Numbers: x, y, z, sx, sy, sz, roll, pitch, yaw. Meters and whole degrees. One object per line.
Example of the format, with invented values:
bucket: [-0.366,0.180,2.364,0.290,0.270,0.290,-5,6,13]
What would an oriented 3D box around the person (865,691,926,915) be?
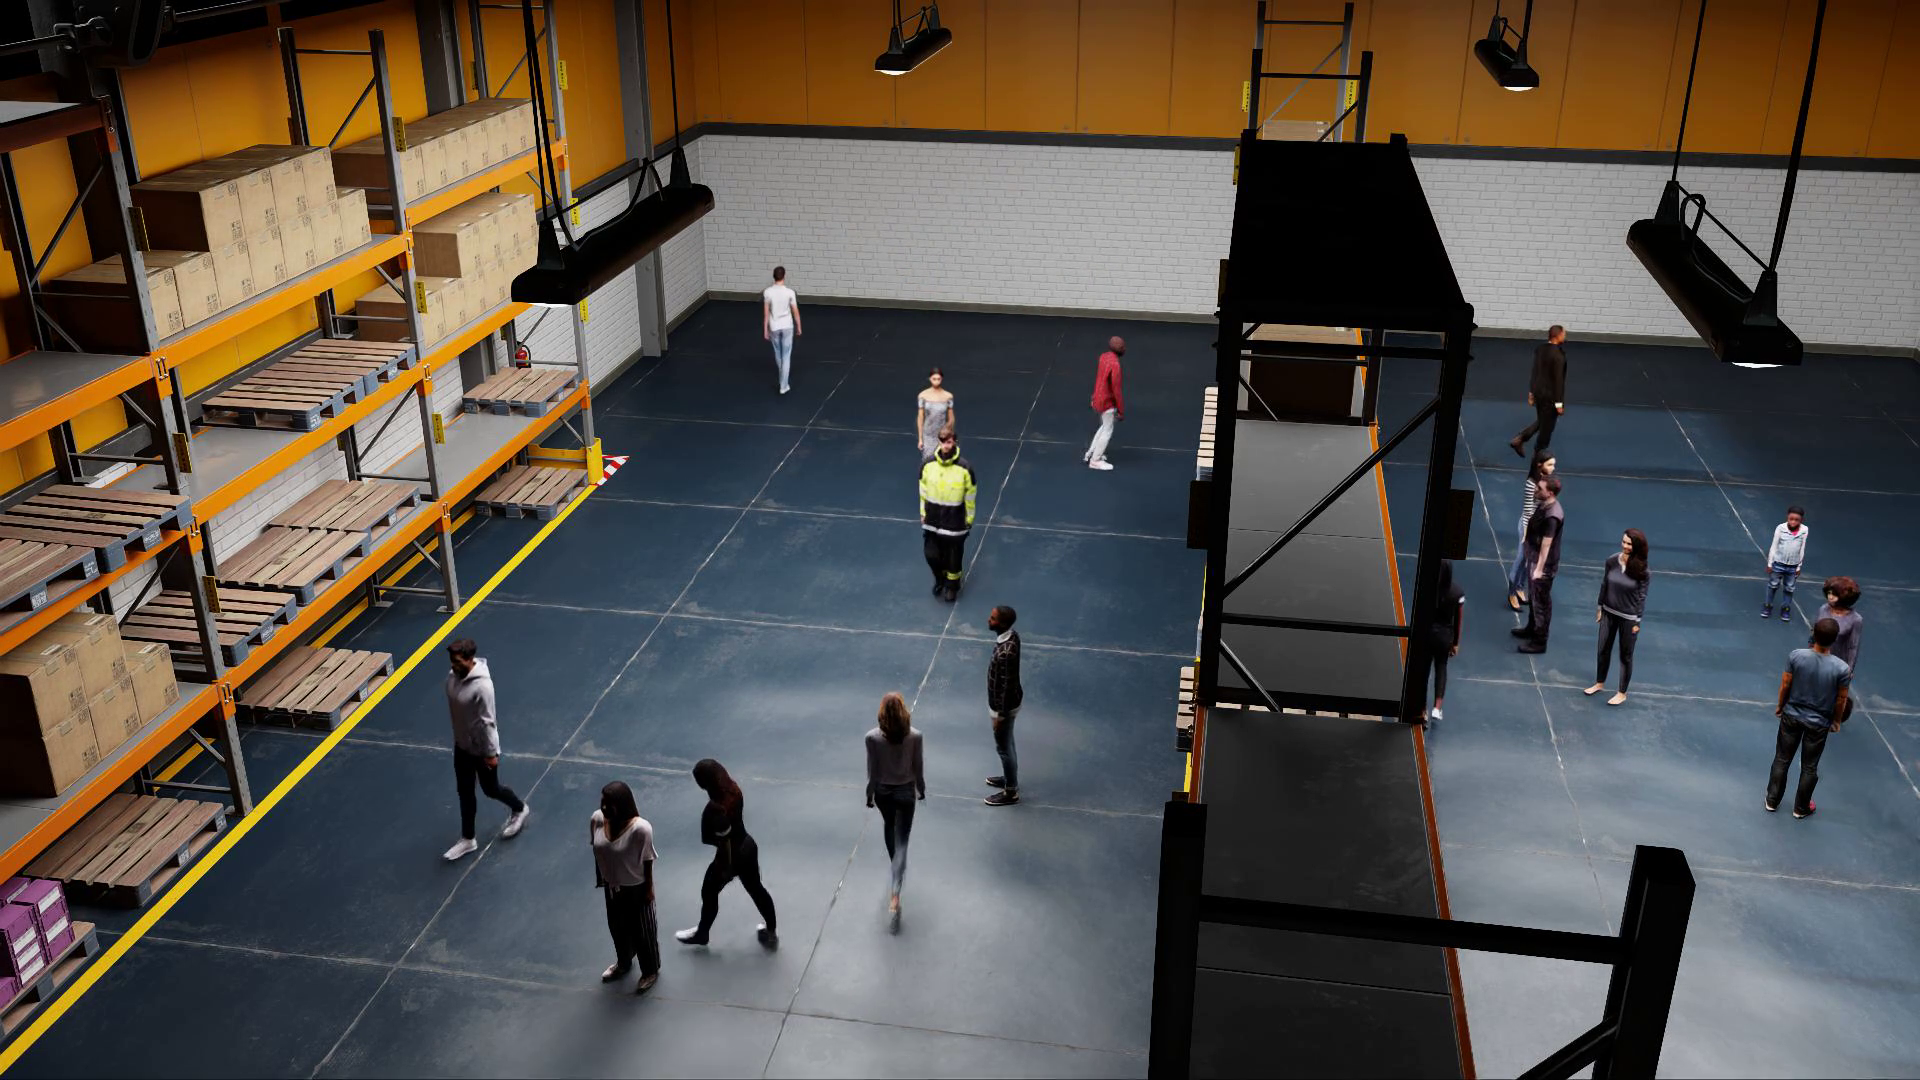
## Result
person: [-0.493,2.033,12.735,0.714,1.751,1.217,1,24,3]

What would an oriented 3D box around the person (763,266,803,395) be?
person: [-2.612,-3.017,24.229,0.657,1.798,1.118,3,24,8]

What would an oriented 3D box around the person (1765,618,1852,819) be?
person: [7.094,1.480,13.925,0.731,1.809,0.700,16,28,32]

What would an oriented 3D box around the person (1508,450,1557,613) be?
person: [6.048,-0.112,17.588,0.736,1.794,0.627,20,30,38]

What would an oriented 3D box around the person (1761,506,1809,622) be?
person: [8.701,0.219,17.501,0.520,1.258,0.536,10,25,21]

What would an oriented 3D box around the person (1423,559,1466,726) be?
person: [4.341,0.955,15.237,0.609,1.721,0.664,3,24,8]

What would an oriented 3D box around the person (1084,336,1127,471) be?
person: [1.836,-1.765,21.377,0.890,1.788,0.733,-11,26,-23]

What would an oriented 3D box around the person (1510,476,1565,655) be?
person: [5.868,0.225,16.755,0.754,1.844,0.519,3,24,7]

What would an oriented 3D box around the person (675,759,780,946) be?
person: [-1.620,2.346,12.233,0.729,1.580,0.908,7,25,16]

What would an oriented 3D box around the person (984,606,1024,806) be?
person: [0.391,1.384,14.132,0.748,1.821,0.508,2,24,4]

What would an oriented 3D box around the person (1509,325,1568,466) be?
person: [7.489,-1.840,21.421,0.914,1.890,0.912,-4,24,-9]

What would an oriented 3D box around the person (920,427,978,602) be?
person: [-0.118,-0.312,17.827,0.768,1.970,0.663,5,24,11]

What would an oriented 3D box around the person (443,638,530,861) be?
person: [-3.846,1.625,13.474,0.974,1.906,1.170,15,28,31]

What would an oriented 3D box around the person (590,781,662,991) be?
person: [-2.380,2.441,11.892,0.757,1.679,0.731,11,26,24]

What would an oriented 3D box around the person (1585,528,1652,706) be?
person: [6.269,0.704,15.753,0.705,1.768,0.675,-21,31,-39]

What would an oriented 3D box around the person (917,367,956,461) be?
person: [-0.309,-1.226,20.102,0.647,1.821,0.596,-1,24,-1]

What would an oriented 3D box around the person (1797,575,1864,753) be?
person: [7.841,1.104,14.929,0.955,1.695,0.891,-17,29,-35]
